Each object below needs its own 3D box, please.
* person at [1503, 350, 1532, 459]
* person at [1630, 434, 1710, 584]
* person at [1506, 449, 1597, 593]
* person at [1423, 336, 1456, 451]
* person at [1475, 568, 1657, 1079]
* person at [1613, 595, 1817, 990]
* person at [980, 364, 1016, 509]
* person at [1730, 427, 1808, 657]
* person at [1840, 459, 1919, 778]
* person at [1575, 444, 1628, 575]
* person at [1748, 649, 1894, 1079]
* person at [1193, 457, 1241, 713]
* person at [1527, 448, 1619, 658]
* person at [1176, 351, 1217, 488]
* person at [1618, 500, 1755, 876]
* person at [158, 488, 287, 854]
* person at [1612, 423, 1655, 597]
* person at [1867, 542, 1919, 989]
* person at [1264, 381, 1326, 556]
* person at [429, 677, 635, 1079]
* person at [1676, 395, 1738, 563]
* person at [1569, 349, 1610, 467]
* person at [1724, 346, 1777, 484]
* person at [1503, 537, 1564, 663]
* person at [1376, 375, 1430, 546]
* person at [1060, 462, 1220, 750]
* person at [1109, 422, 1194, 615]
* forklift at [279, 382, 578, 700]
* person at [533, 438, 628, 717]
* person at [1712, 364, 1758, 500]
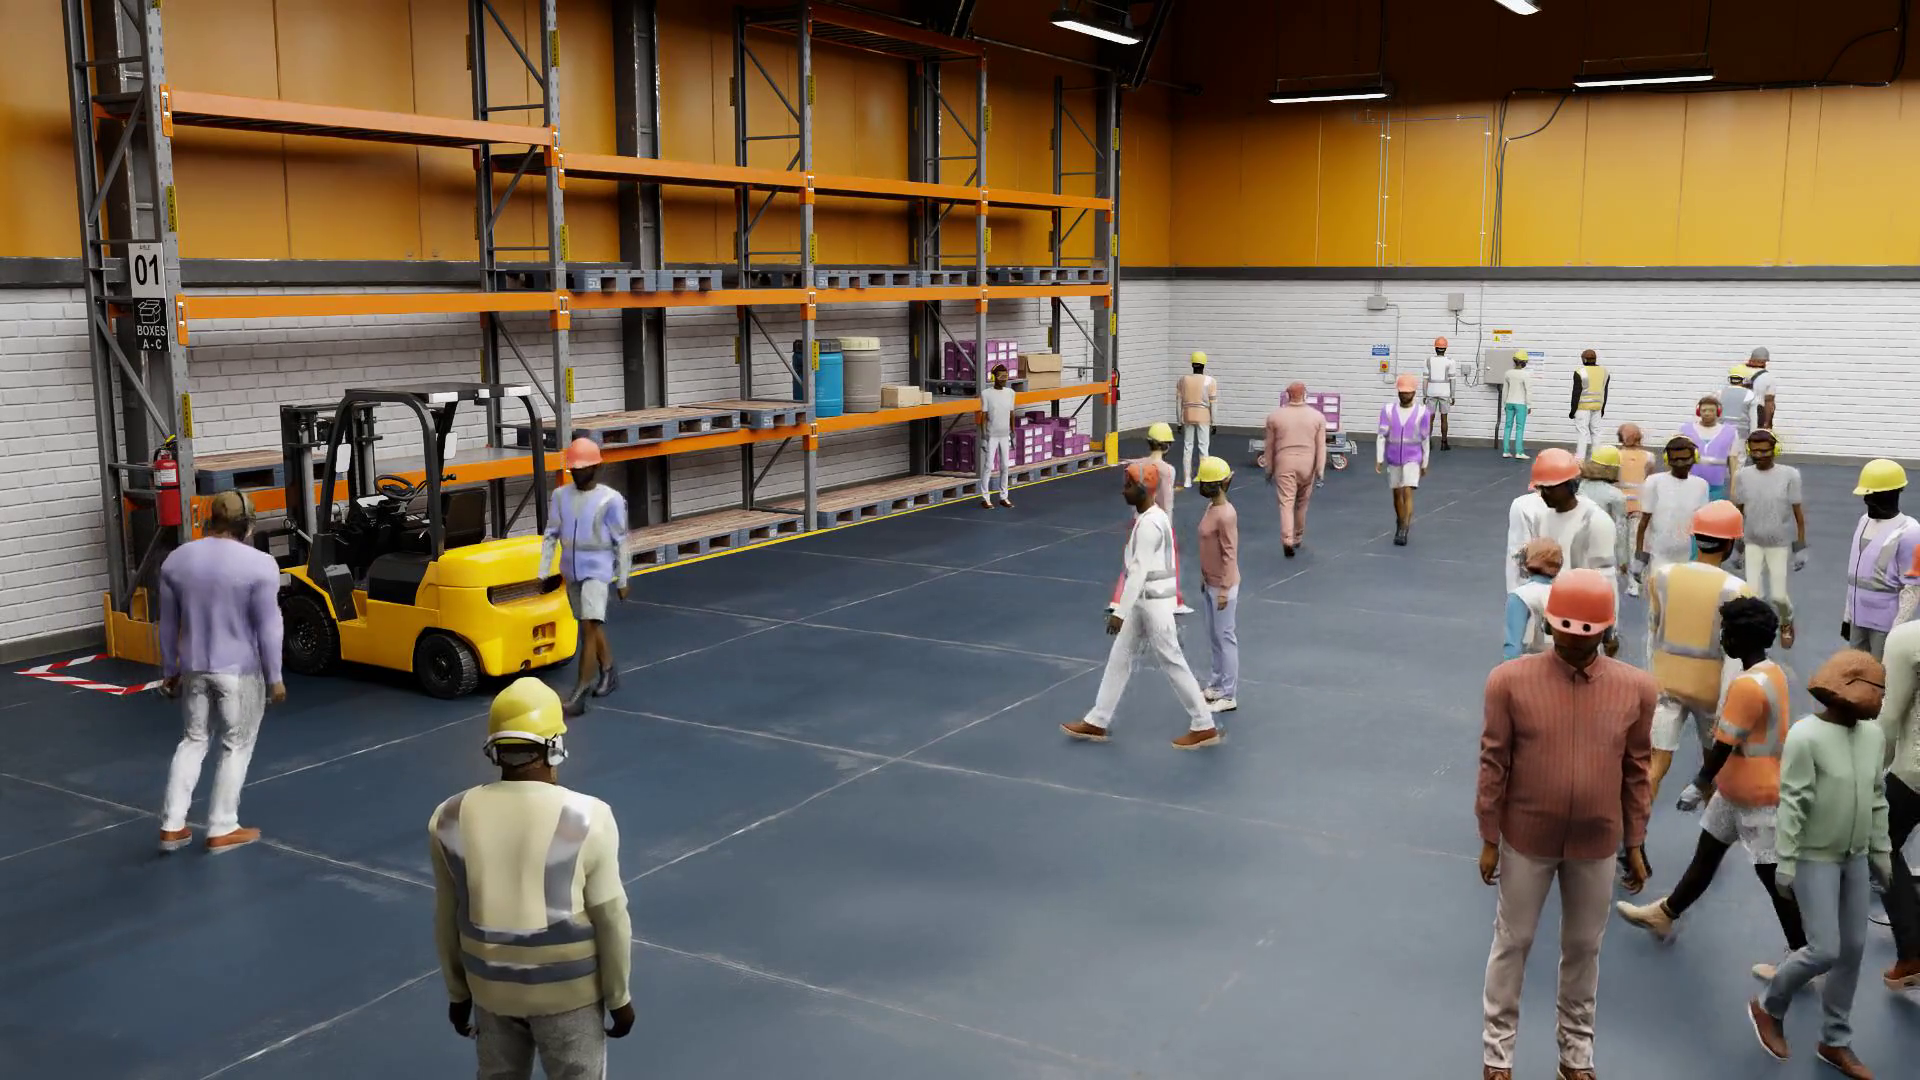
[{"bbox_3d":[9.075,-2.199,27.055,0.329,1.767,0.528,-6,11,-32],"label":"person"},{"bbox_3d":[5.225,0.149,12.132,0.641,1.852,0.353,-2,9,-11],"label":"person"},{"bbox_3d":[3.833,0.347,10.801,0.574,1.884,0.356,0,9,1],"label":"person"},{"bbox_3d":[8.162,-2.491,28.329,0.551,1.940,0.349,5,10,26],"label":"person"},{"bbox_3d":[2.162,1.072,5.957,0.612,1.986,0.401,1,9,5],"label":"person"},{"bbox_3d":[3.296,1.054,7.132,0.887,1.645,0.532,5,11,30],"label":"person"},{"bbox_3d":[0.489,-1.323,21.314,0.509,1.860,0.318,-5,10,-27],"label":"person"},{"bbox_3d":[6.265,0.039,12.851,0.576,1.840,0.626,8,12,42],"label":"person"},{"bbox_3d":[5.454,0.470,9.916,0.373,1.921,0.585,0,9,-3],"label":"person"},{"bbox_3d":[4.821,0.130,12.683,0.427,1.719,0.493,-6,11,-33],"label":"person"},{"bbox_3d":[3.286,1.212,6.224,0.532,1.612,0.357,-4,10,-22],"label":"person"},{"bbox_3d":[1.757,0.304,11.446,0.329,1.765,0.525,-1,9,-4],"label":"person"},{"bbox_3d":[3.550,0.467,9.674,0.580,2.004,0.666,-3,10,-18],"label":"person"},{"bbox_3d":[3.313,-1.672,23.263,0.585,1.929,0.375,4,10,25],"label":"person"},{"bbox_3d":[3.657,0.741,8.345,0.540,1.897,0.986,9,13,43],"label":"person"},{"bbox_3d":[-3.841,0.685,8.652,0.662,1.903,0.502,2,9,10],"label":"person"},{"bbox_3d":[6.260,-0.301,15.715,0.528,1.607,0.795,0,9,1],"label":"person"},{"bbox_3d":[4.020,0.948,6.785,0.646,1.965,0.504,-1,9,-5],"label":"person"},{"bbox_3d":[3.597,-0.771,17.886,0.651,1.861,1.013,1,9,7],"label":"person"},{"bbox_3d":[-1.261,1.314,4.967,0.599,1.824,0.403,2,9,12],"label":"person"},{"bbox_3d":[7.470,-0.560,16.685,0.574,1.819,0.869,4,10,22],"label":"person"},{"bbox_3d":[9.741,-2.036,25.825,0.619,1.838,0.430,-2,9,-15],"label":"person"},{"bbox_3d":[11.158,-1.770,23.526,0.893,2.000,0.696,-6,11,-35],"label":"person"},{"bbox_3d":[3.011,0.800,8.832,0.692,1.610,0.323,-7,12,-38],"label":"person"},{"bbox_3d":[4.978,-0.915,18.676,0.552,1.897,0.979,4,10,25],"label":"person"},{"bbox_3d":[1.189,0.422,10.521,1.023,1.830,0.584,0,9,2],"label":"person"},{"bbox_3d":[1.650,-0.161,14.489,0.884,1.731,0.536,-7,11,-37],"label":"person"},{"bbox_3d":[-3.974,-0.067,12.417,2.313,2.155,1.214,5,11,30],"label":"forklift"},{"bbox_3d":[-2.607,0.235,11.510,0.557,1.888,0.968,3,10,19],"label":"person"},{"bbox_3d":[10.156,-1.391,21.851,0.586,1.824,0.404,6,11,35],"label":"person"}]
